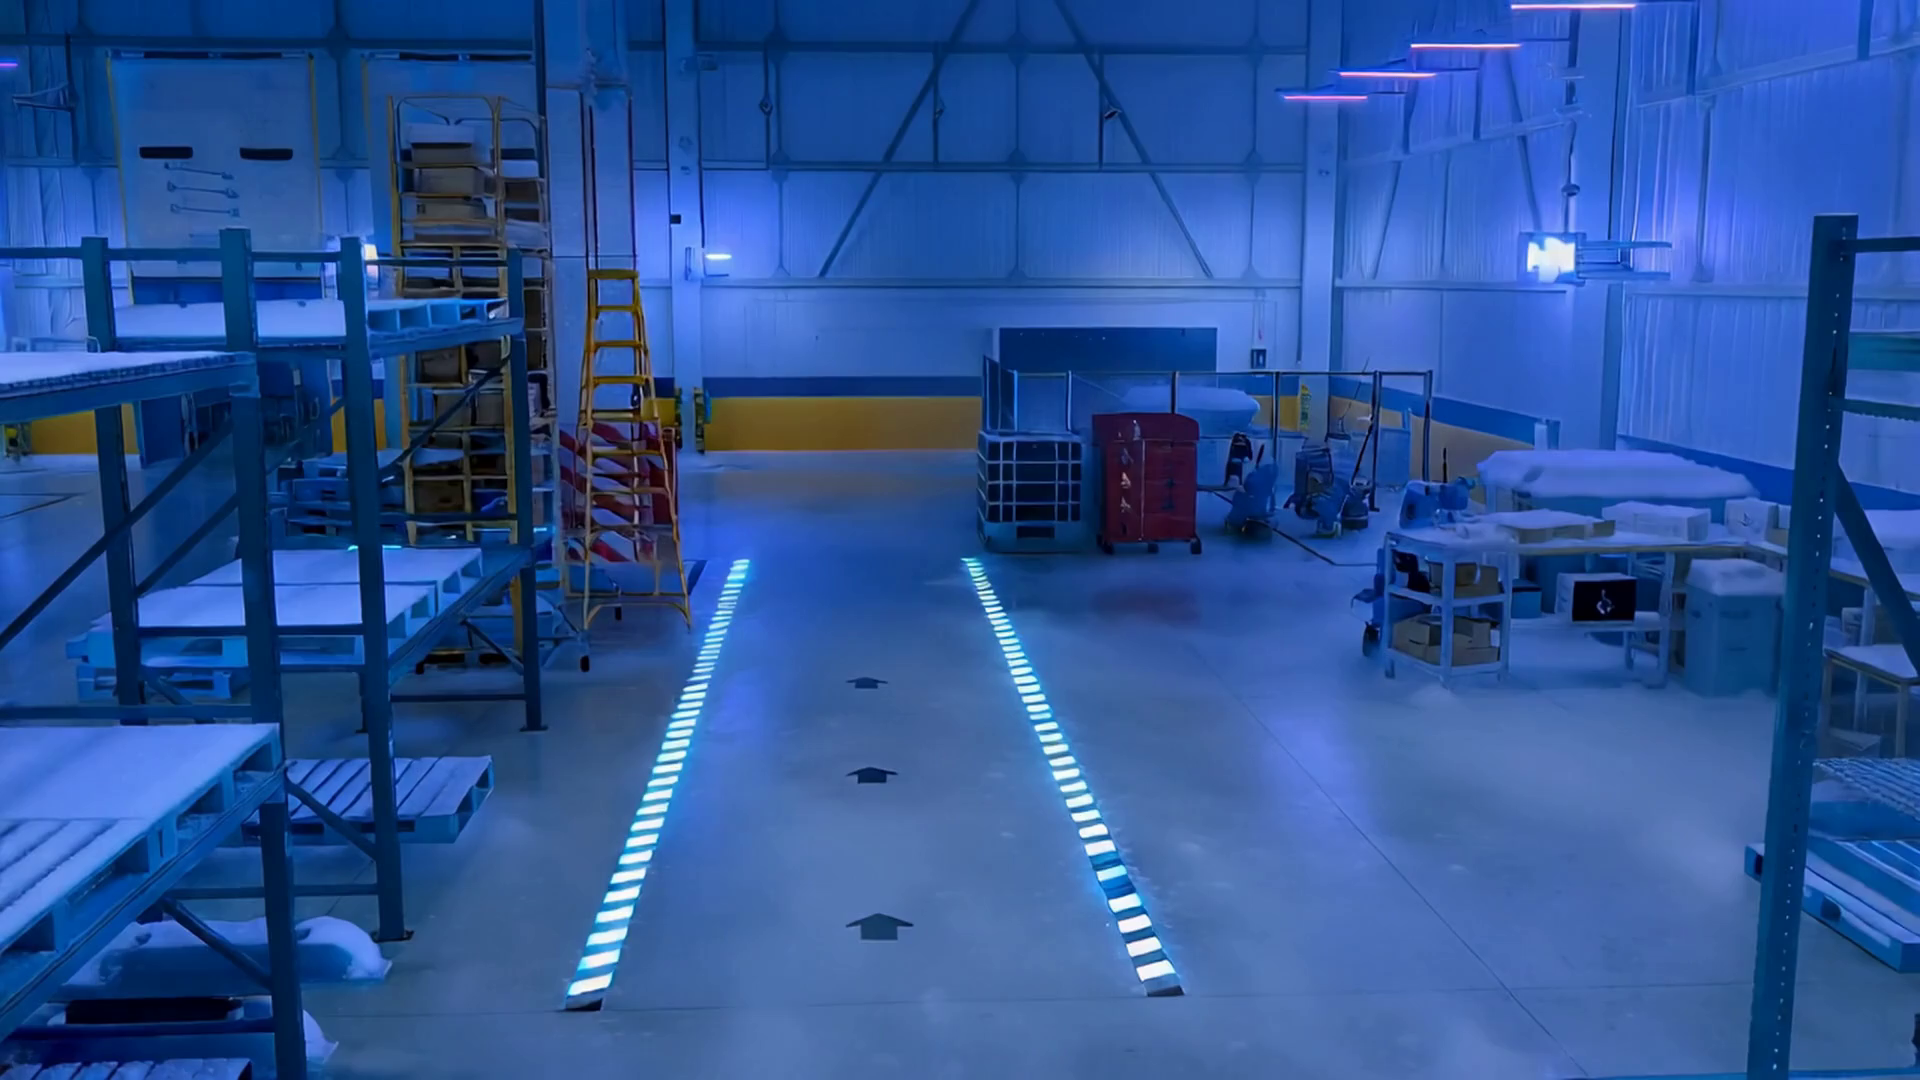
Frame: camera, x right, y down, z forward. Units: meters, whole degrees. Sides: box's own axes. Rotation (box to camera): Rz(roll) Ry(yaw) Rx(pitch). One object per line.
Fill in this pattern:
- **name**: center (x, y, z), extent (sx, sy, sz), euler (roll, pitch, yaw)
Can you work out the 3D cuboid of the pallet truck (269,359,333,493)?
- **pallet truck**: center (-7.062, -1.131, 18.996), extent (1.885, 1.965, 0.823), euler (2, 9, 13)
